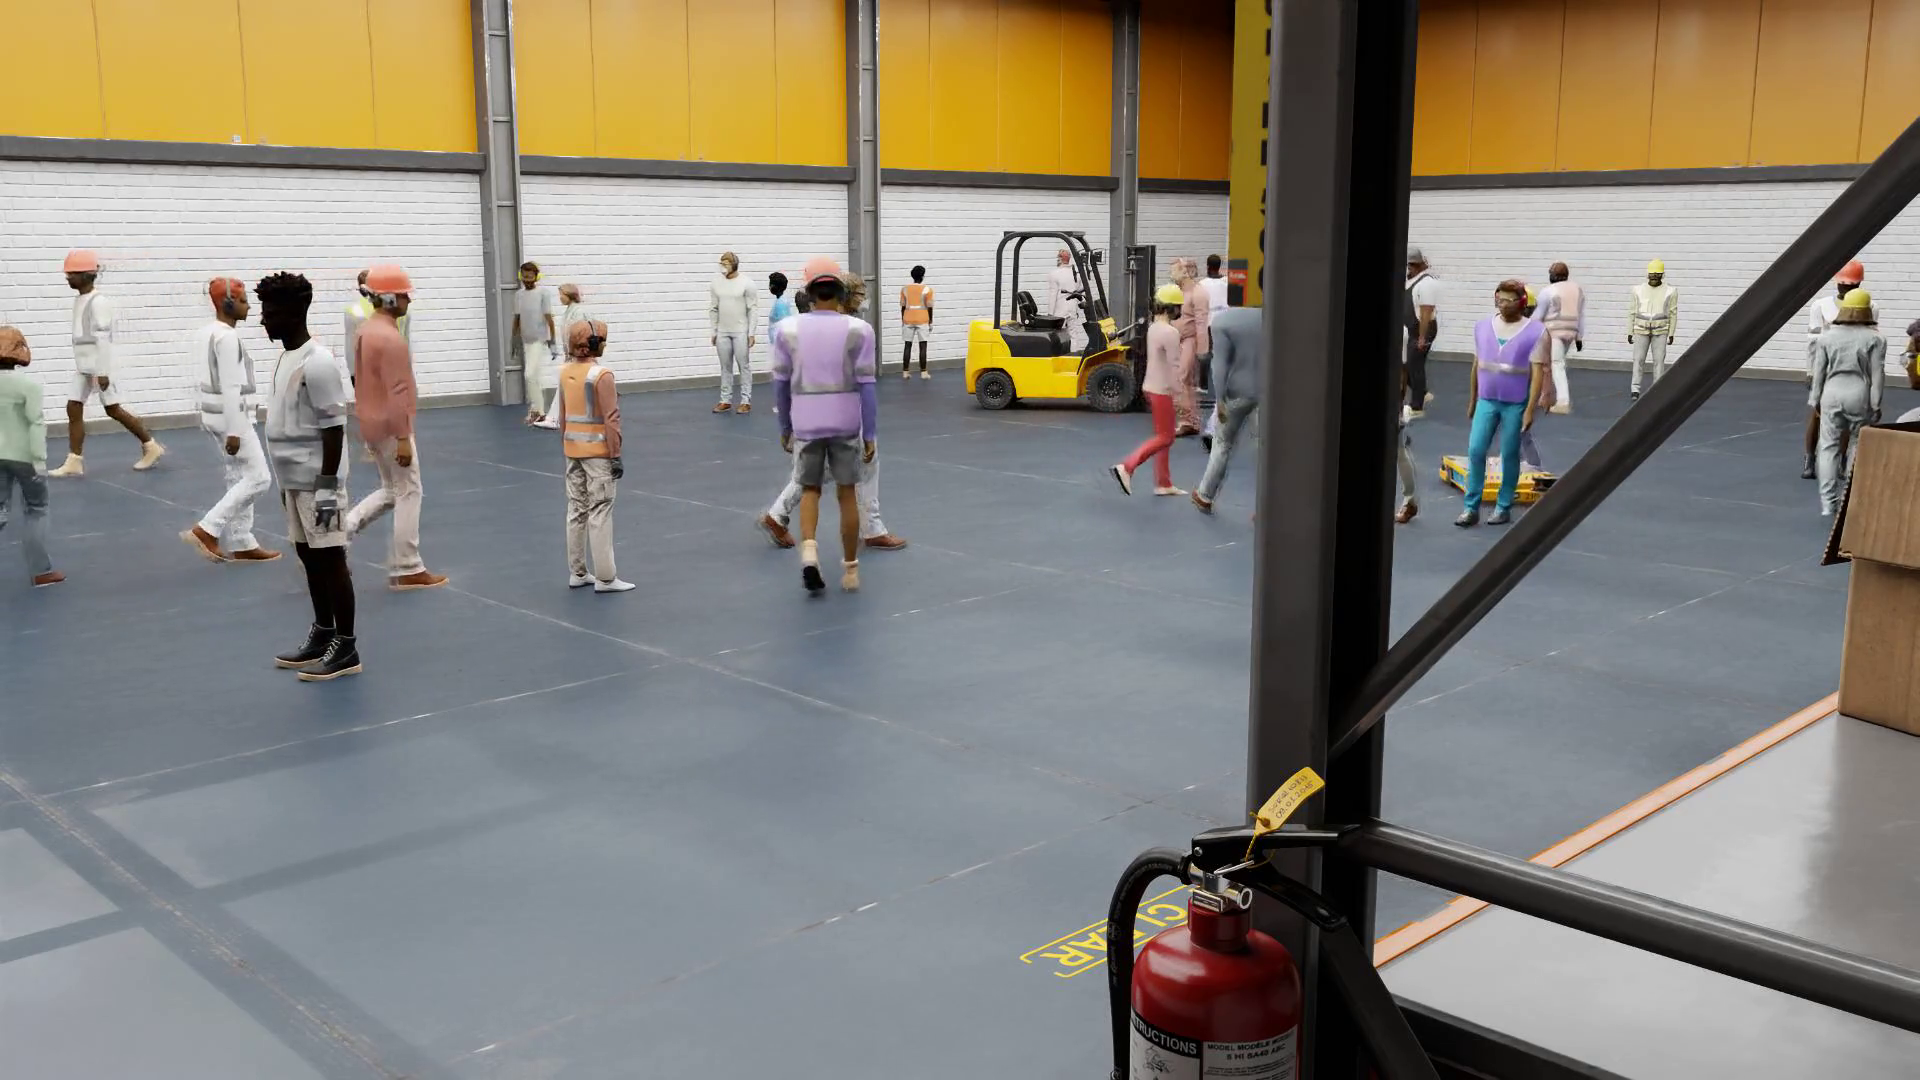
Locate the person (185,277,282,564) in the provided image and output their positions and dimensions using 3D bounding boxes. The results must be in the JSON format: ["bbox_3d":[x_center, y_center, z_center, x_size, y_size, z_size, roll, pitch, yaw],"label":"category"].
[{"bbox_3d":[-4.700,-0.743,10.672,0.485,1.873,0.580,-7,13,-35],"label":"person"}]

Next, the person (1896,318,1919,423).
[{"bbox_3d":[3.472,0.125,5.966,0.520,1.860,0.321,-4,11,-21],"label":"person"}]

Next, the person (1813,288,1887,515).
[{"bbox_3d":[6.837,-1.064,12.784,0.513,1.719,0.623,9,14,40],"label":"person"}]

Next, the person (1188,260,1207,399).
[{"bbox_3d":[2.944,-2.740,21.746,0.542,1.815,0.797,1,10,7],"label":"person"}]

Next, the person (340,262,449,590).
[{"bbox_3d":[-3.491,-0.660,9.944,0.639,1.979,0.621,-7,12,-33],"label":"person"}]

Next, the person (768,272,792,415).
[{"bbox_3d":[-2.137,-2.347,19.878,0.317,1.697,0.540,-1,10,-6],"label":"person"}]

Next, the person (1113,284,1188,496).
[{"bbox_3d":[1.563,-1.192,13.476,0.633,1.746,0.529,-3,11,-14],"label":"person"}]

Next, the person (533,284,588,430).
[{"bbox_3d":[-4.248,-1.963,18.028,0.809,1.602,0.524,-7,13,-35],"label":"person"}]

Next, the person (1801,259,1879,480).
[{"bbox_3d":[7.679,-1.478,14.518,0.545,1.927,0.385,3,11,18],"label":"person"}]

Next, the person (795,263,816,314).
[{"bbox_3d":[-1.718,-2.541,20.705,0.705,1.794,0.638,-7,13,-35],"label":"person"}]

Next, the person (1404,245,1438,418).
[{"bbox_3d":[5.297,-2.443,19.465,0.571,2.000,0.714,-2,11,-13],"label":"person"}]

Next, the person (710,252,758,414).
[{"bbox_3d":[-2.717,-2.483,19.974,0.629,1.936,0.372,4,11,23],"label":"person"}]

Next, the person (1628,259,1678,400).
[{"bbox_3d":[8.940,-2.707,21.499,0.593,1.825,0.403,5,12,26],"label":"person"}]

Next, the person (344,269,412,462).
[{"bbox_3d":[-5.395,-1.605,15.509,0.634,1.818,0.720,-7,13,-35],"label":"person"}]

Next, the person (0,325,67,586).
[{"bbox_3d":[-5.677,-0.465,9.882,0.497,1.611,0.702,1,10,6],"label":"person"}]

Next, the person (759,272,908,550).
[{"bbox_3d":[-0.880,-0.856,11.239,0.968,1.906,0.642,2,11,12],"label":"person"}]

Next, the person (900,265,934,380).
[{"bbox_3d":[-0.639,-3.222,24.686,0.529,1.690,0.321,3,11,18],"label":"person"}]

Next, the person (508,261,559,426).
[{"bbox_3d":[-4.828,-2.193,18.646,0.623,1.838,0.612,6,12,31],"label":"person"}]

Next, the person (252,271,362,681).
[{"bbox_3d":[-3.143,-0.306,8.018,0.364,1.962,0.612,-8,13,-37],"label":"person"}]

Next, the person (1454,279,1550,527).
[{"bbox_3d":[3.909,-0.972,12.061,0.591,1.806,0.779,8,13,38],"label":"person"}]

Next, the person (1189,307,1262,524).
[{"bbox_3d":[2.103,-1.076,12.430,0.656,1.889,1.004,-3,11,-18],"label":"person"}]

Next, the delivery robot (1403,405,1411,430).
[{"bbox_3d":[4.182,-1.260,16.815,0.707,0.478,0.477,-1,10,-5],"label":"delivery robot"}]

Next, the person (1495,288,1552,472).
[{"bbox_3d":[4.546,-1.198,13.564,0.925,1.715,0.545,-6,12,-29],"label":"person"}]

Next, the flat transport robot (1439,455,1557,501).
[{"bbox_3d":[4.461,-0.525,13.839,0.652,0.197,1.431,1,10,5],"label":"flat transport robot"}]

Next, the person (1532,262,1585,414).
[{"bbox_3d":[7.176,-2.456,20.196,0.647,1.790,0.959,-4,11,-21],"label":"person"}]

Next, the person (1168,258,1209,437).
[{"bbox_3d":[2.319,-2.026,17.628,0.617,1.881,0.655,-4,11,-21],"label":"person"}]

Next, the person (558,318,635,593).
[{"bbox_3d":[-2.204,-0.498,9.957,0.522,1.640,0.306,9,14,40],"label":"person"}]

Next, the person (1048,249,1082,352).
[{"bbox_3d":[1.627,-3.625,26.273,0.660,1.908,0.406,-8,13,-37],"label":"person"}]

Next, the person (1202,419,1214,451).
[{"bbox_3d":[2.830,-1.761,16.267,0.968,1.863,0.659,-7,12,-32],"label":"person"}]

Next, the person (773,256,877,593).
[{"bbox_3d":[-0.801,-0.667,9.878,0.613,2.011,0.627,0,10,-1],"label":"person"}]

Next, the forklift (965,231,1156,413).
[{"bbox_3d":[1.222,-2.721,20.561,2.313,2.155,1.214,2,11,13],"label":"forklift"}]

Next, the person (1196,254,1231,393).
[{"bbox_3d":[3.447,-2.878,22.268,0.589,1.891,0.913,-3,11,-16],"label":"person"}]

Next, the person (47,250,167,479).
[{"bbox_3d":[-7.659,-1.570,14.822,0.618,2.007,0.995,9,14,41],"label":"person"}]

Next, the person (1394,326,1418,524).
[{"bbox_3d":[3.085,-0.971,12.118,0.965,1.819,0.553,-7,12,-32],"label":"person"}]
